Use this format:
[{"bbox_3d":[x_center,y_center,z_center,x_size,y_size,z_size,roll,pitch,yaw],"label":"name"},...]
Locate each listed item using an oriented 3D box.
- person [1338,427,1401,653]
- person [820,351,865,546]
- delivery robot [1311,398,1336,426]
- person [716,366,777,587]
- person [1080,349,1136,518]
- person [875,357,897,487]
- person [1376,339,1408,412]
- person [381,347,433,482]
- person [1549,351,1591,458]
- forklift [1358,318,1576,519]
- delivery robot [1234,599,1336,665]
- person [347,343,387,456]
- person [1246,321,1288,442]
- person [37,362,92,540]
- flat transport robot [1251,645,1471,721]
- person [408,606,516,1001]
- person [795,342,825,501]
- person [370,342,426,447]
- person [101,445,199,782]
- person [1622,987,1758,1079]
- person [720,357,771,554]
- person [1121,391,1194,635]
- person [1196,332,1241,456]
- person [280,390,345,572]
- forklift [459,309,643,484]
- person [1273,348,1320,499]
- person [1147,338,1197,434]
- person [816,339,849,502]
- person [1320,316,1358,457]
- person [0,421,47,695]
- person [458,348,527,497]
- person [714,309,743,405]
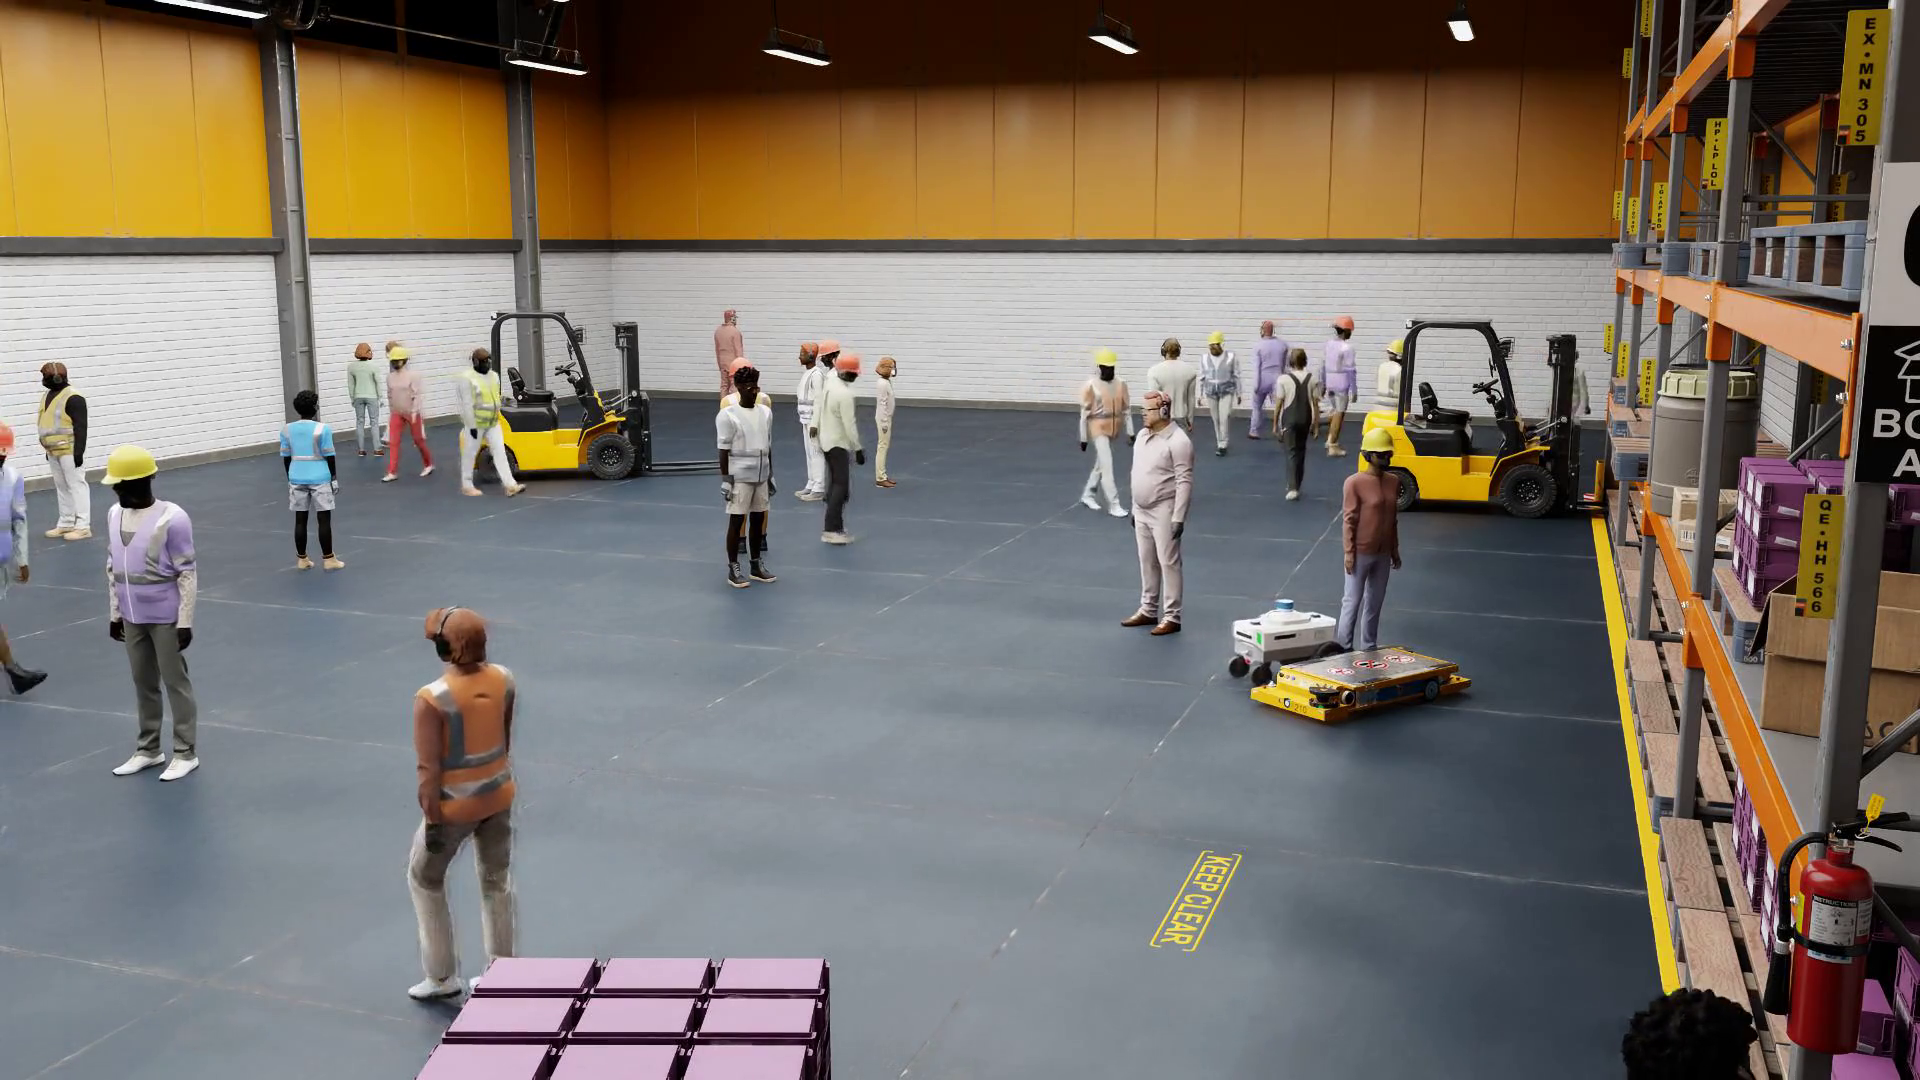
[{"bbox_3d":[2.896,0.090,11.687,0.524,1.770,0.315,-6,12,-32],"label":"person"},{"bbox_3d":[-1.216,-0.945,16.979,0.495,1.960,0.885,-3,11,-18],"label":"person"},{"bbox_3d":[5.776,-2.057,26.922,0.707,0.478,0.477,-8,13,-39],"label":"delivery robot"},{"bbox_3d":[-1.888,-0.572,14.846,0.361,1.964,0.614,9,14,42],"label":"person"},{"bbox_3d":[1.641,-1.229,18.821,0.588,1.883,0.972,-7,12,-35],"label":"person"},{"bbox_3d":[-0.925,-1.482,20.912,0.276,1.632,0.507,1,10,3],"label":"person"},{"bbox_3d":[5.595,-1.671,21.452,0.404,1.822,0.597,-4,11,-21],"label":"person"},{"bbox_3d":[-7.199,-1.649,21.595,0.523,1.726,0.898,2,10,12],"label":"person"},{"bbox_3d":[8.456,-1.847,23.085,0.864,1.593,0.511,-6,12,-30],"label":"person"},{"bbox_3d":[5.787,-1.437,19.079,2.313,2.155,1.214,3,11,19],"label":"forklift"},{"bbox_3d":[2.270,0.659,11.628,0.707,0.478,0.477,-5,11,-26],"label":"delivery robot"},{"bbox_3d":[-8.535,-2.017,23.922,0.498,1.634,0.278,1,10,4],"label":"person"},{"bbox_3d":[4.792,-2.448,25.684,0.629,1.873,0.947,-3,11,-17],"label":"person"},{"bbox_3d":[-9.259,-0.920,17.176,0.620,1.840,0.430,7,12,34],"label":"person"},{"bbox_3d":[2.693,0.938,11.119,1.431,0.197,0.652,-7,12,-34],"label":"flat transport robot"},{"bbox_3d":[-2.017,1.055,6.660,0.507,1.625,0.530,6,12,32],"label":"person"},{"bbox_3d":[-1.777,-1.411,19.816,0.355,1.883,0.575,-3,11,-17],"label":"person"},{"bbox_3d":[-8.404,-2.172,24.899,0.520,1.573,0.866,9,14,43],"label":"person"},{"bbox_3d":[-4.597,0.413,9.435,0.585,1.920,0.383,4,11,21],"label":"person"},{"bbox_3d":[1.231,1.646,3.147,0.639,1.680,0.544,0,10,-2],"label":"person"},{"bbox_3d":[-2.118,-0.832,16.396,0.544,1.939,0.354,-7,12,-36],"label":"person"},{"bbox_3d":[1.531,-0.215,13.009,0.399,1.907,0.644,-6,12,-29],"label":"person"},{"bbox_3d":[3.713,-2.102,23.980,0.619,1.784,0.842,5,11,24],"label":"person"},{"bbox_3d":[-6.025,-0.545,15.456,0.531,1.698,0.320,2,10,9],"label":"person"},{"bbox_3d":[-5.354,-1.902,21.697,2.313,2.155,1.214,-2,10,-13],"label":"forklift"},{"bbox_3d":[4.029,-1.400,19.959,0.530,1.832,0.701,-1,10,-4],"label":"person"},{"bbox_3d":[2.500,-1.428,19.751,0.634,1.937,0.355,-4,11,-20],"label":"person"},{"bbox_3d":[-1.501,-1.408,19.670,0.385,1.925,0.550,1,10,4],"label":"person"},{"bbox_3d":[5.460,-2.194,23.818,0.500,2.023,0.648,-5,11,-28],"label":"person"},{"bbox_3d":[-6.526,0.129,11.206,1.004,1.859,0.621,5,11,25],"label":"person"},{"bbox_3d":[-5.671,-1.388,19.922,0.941,1.794,0.650,6,12,30],"label":"person"},{"bbox_3d":[-3.985,-3.066,29.061,0.639,1.910,0.407,9,14,42],"label":"person"}]
